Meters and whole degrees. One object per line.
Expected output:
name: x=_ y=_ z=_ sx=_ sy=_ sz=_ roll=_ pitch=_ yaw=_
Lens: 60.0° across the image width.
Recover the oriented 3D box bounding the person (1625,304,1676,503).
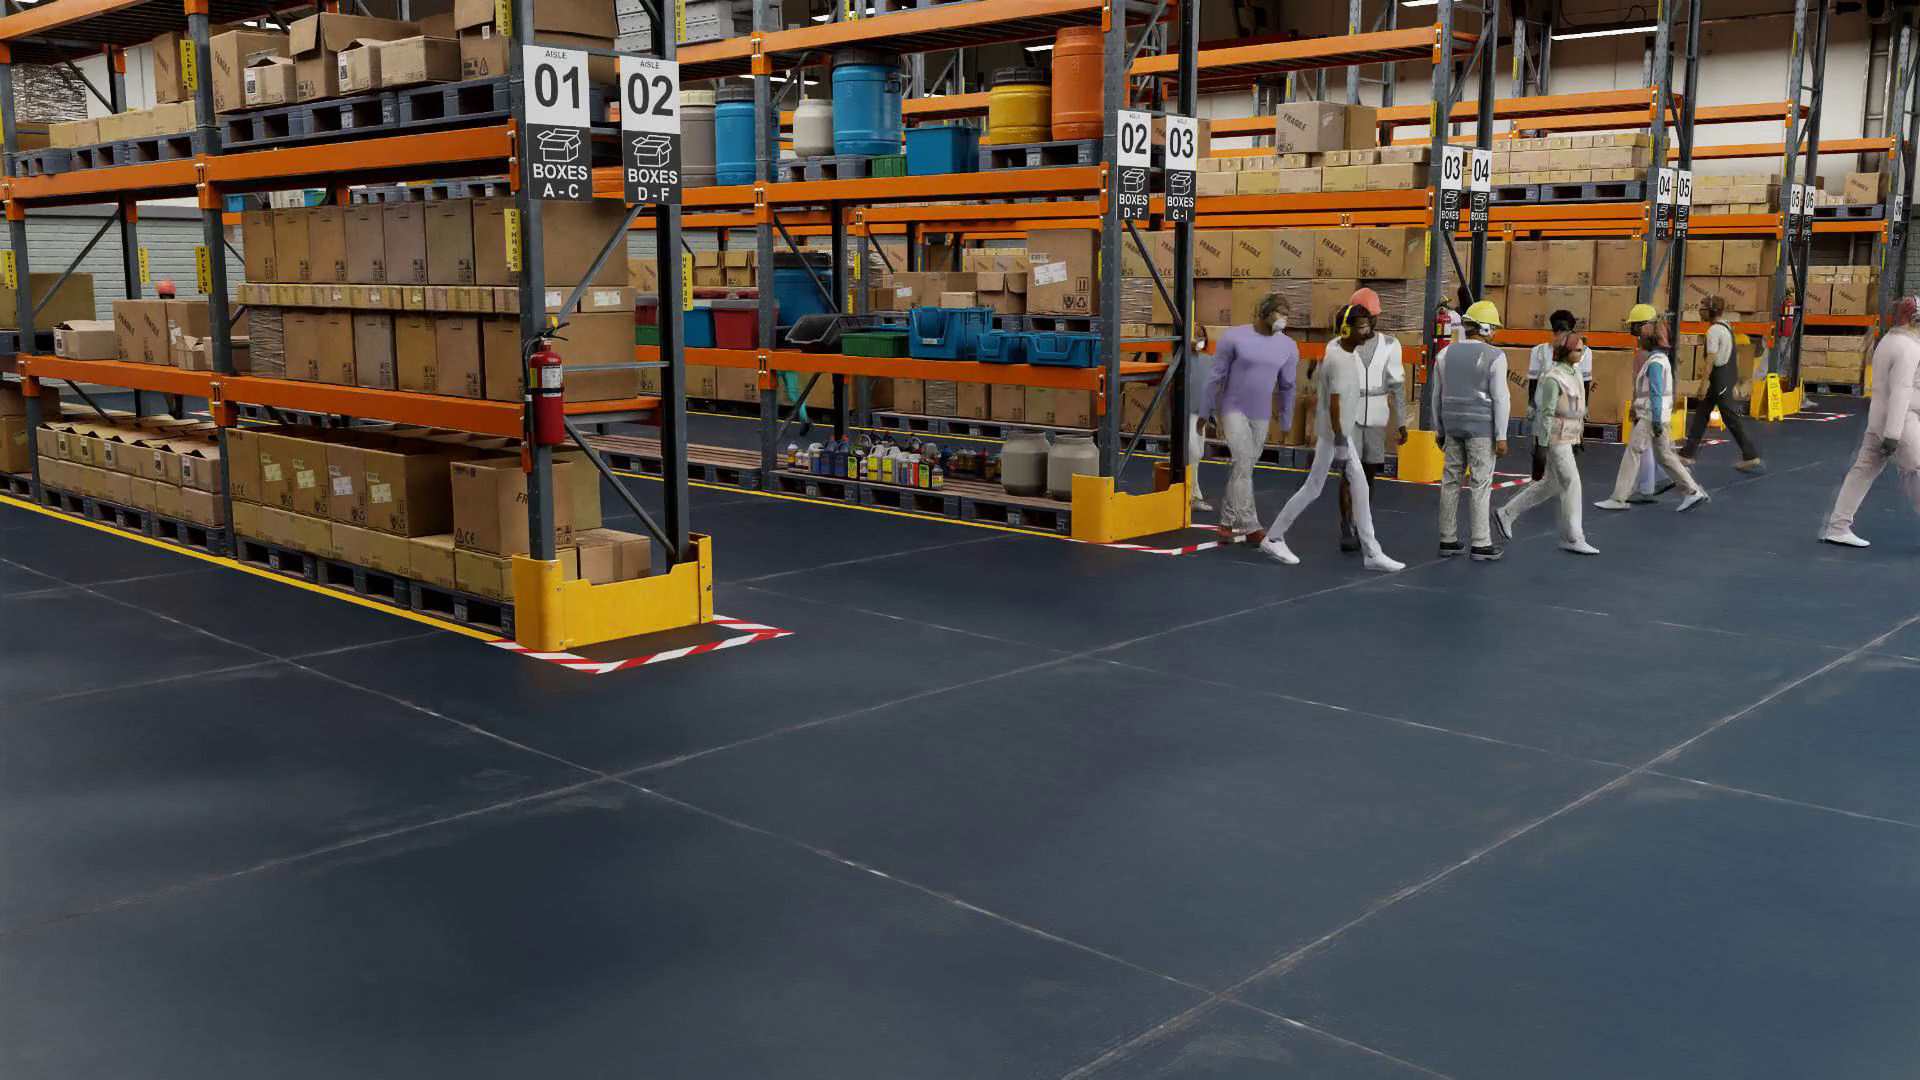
person: x=6.016 y=-1.196 z=14.609 sx=0.413 sy=1.748 sz=0.561 roll=5 pitch=11 yaw=29

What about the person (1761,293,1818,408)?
person: x=12.264 y=-2.813 z=24.668 sx=0.501 sy=1.692 sz=0.924 roll=-7 pitch=12 yaw=-37

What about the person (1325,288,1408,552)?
person: x=2.937 y=-0.857 z=12.066 sx=0.567 sy=1.902 sz=0.831 roll=0 pitch=9 yaw=1

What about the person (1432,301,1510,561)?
person: x=3.650 y=-0.781 z=11.839 sx=0.403 sy=1.821 sz=0.596 roll=-7 pitch=12 yaw=-37

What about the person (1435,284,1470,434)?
person: x=5.785 y=-2.040 z=19.395 sx=0.644 sy=1.881 sz=0.790 roll=-6 pitch=11 yaw=-34

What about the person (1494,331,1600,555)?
person: x=4.315 y=-0.726 z=12.154 sx=0.758 sy=1.610 sz=0.519 roll=7 pitch=11 yaw=35

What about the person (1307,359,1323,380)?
person: x=4.305 y=-1.904 z=18.632 sx=0.723 sy=1.853 sz=0.861 roll=-1 pitch=9 yaw=-6

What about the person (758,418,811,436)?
person: x=-2.169 y=-2.161 z=20.592 sx=0.855 sy=1.732 sz=0.534 roll=9 pitch=13 yaw=43

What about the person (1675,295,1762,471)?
person: x=7.803 y=-1.607 z=17.048 sx=0.939 sy=1.799 sz=0.504 roll=6 pitch=11 yaw=32

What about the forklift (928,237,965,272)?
forklift: x=-0.326 y=-5.817 z=39.609 sx=1.129 sy=2.768 sz=1.873 roll=9 pitch=13 yaw=43

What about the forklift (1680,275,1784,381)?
forklift: x=12.480 y=-3.427 z=27.053 sx=1.214 sy=2.155 sz=2.313 roll=9 pitch=13 yaw=43

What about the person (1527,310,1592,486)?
person: x=5.237 y=-1.164 z=14.568 sx=0.540 sy=1.695 sz=0.318 roll=3 pitch=10 yaw=20

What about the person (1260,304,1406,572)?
person: x=2.553 y=-0.710 z=11.444 sx=0.999 sy=1.822 sz=0.519 roll=5 pitch=11 yaw=30

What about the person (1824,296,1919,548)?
person: x=6.900 y=-0.839 z=12.096 sx=1.034 sy=1.848 sz=0.650 roll=2 pitch=9 yaw=12

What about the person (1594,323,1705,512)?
person: x=5.892 y=-1.034 z=14.044 sx=0.834 sy=1.601 sz=0.513 roll=5 pitch=10 yaw=26

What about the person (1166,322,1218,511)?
person: x=1.934 y=-1.075 z=14.293 sx=0.506 sy=1.604 sz=0.666 roll=-8 pitch=12 yaw=-41

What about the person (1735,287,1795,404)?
person: x=12.083 y=-2.882 z=24.868 sx=0.932 sy=1.804 sz=0.641 roll=7 pitch=11 yaw=36

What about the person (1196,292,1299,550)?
person: x=2.153 y=-0.870 z=12.216 sx=0.704 sy=1.875 sz=0.937 roll=-3 pitch=10 yaw=-17

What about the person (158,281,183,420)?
person: x=-10.490 y=-2.481 z=22.077 sx=0.561 sy=1.884 sz=0.980 roll=-5 pitch=10 yaw=-27
